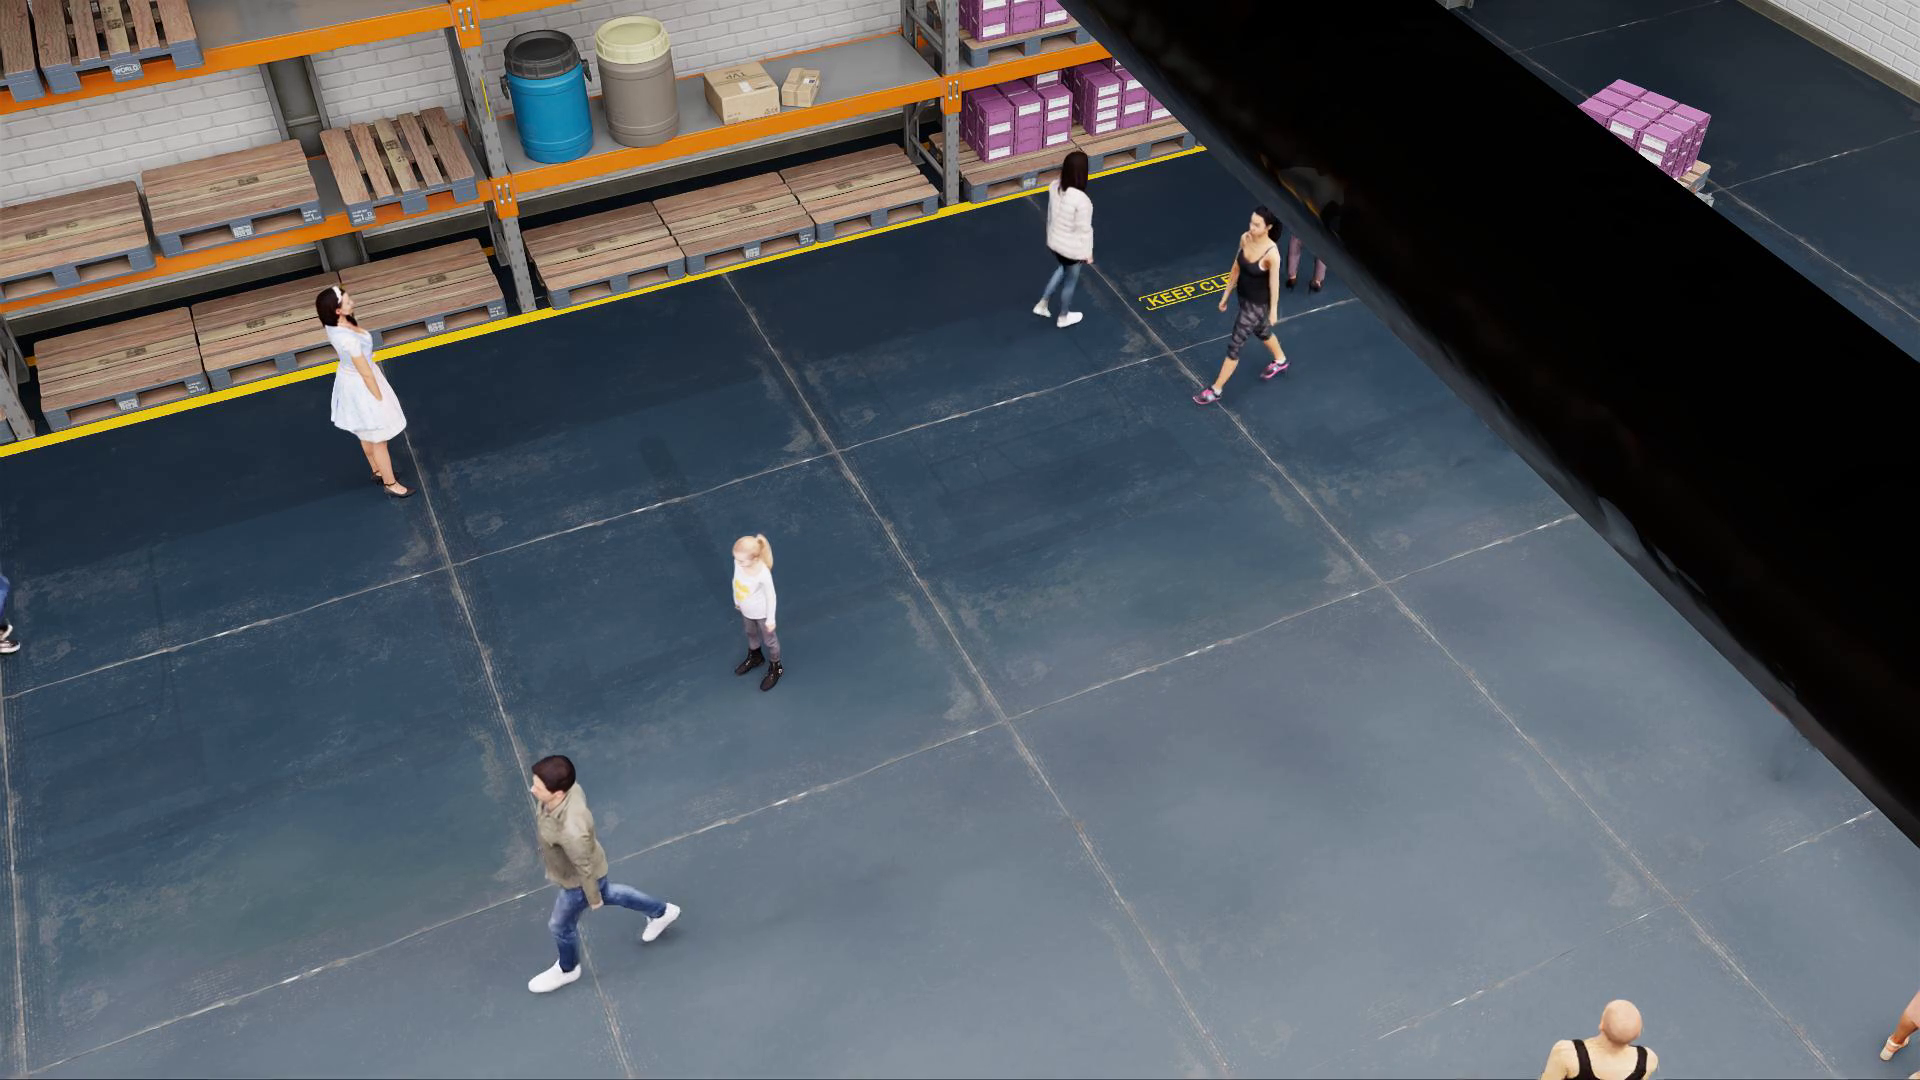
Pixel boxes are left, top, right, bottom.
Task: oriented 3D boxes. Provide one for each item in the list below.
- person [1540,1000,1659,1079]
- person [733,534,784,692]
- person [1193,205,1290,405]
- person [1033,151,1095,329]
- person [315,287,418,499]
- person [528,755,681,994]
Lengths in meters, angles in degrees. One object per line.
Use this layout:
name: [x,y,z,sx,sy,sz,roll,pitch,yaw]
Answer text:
person: [2.956,2.828,7.934,0.951,1.796,0.981,9,44,9]
person: [-1.315,0.432,10.824,0.561,1.279,0.593,31,52,29]
person: [2.360,-1.865,12.948,1.163,1.674,0.600,-20,47,-20]
person: [0.824,-2.397,13.540,0.733,1.629,0.686,-26,50,-25]
person: [-4.299,-1.052,11.991,0.795,1.818,0.765,-28,50,-27]
person: [-1.991,1.744,9.031,1.167,1.852,0.765,-13,45,-14]
